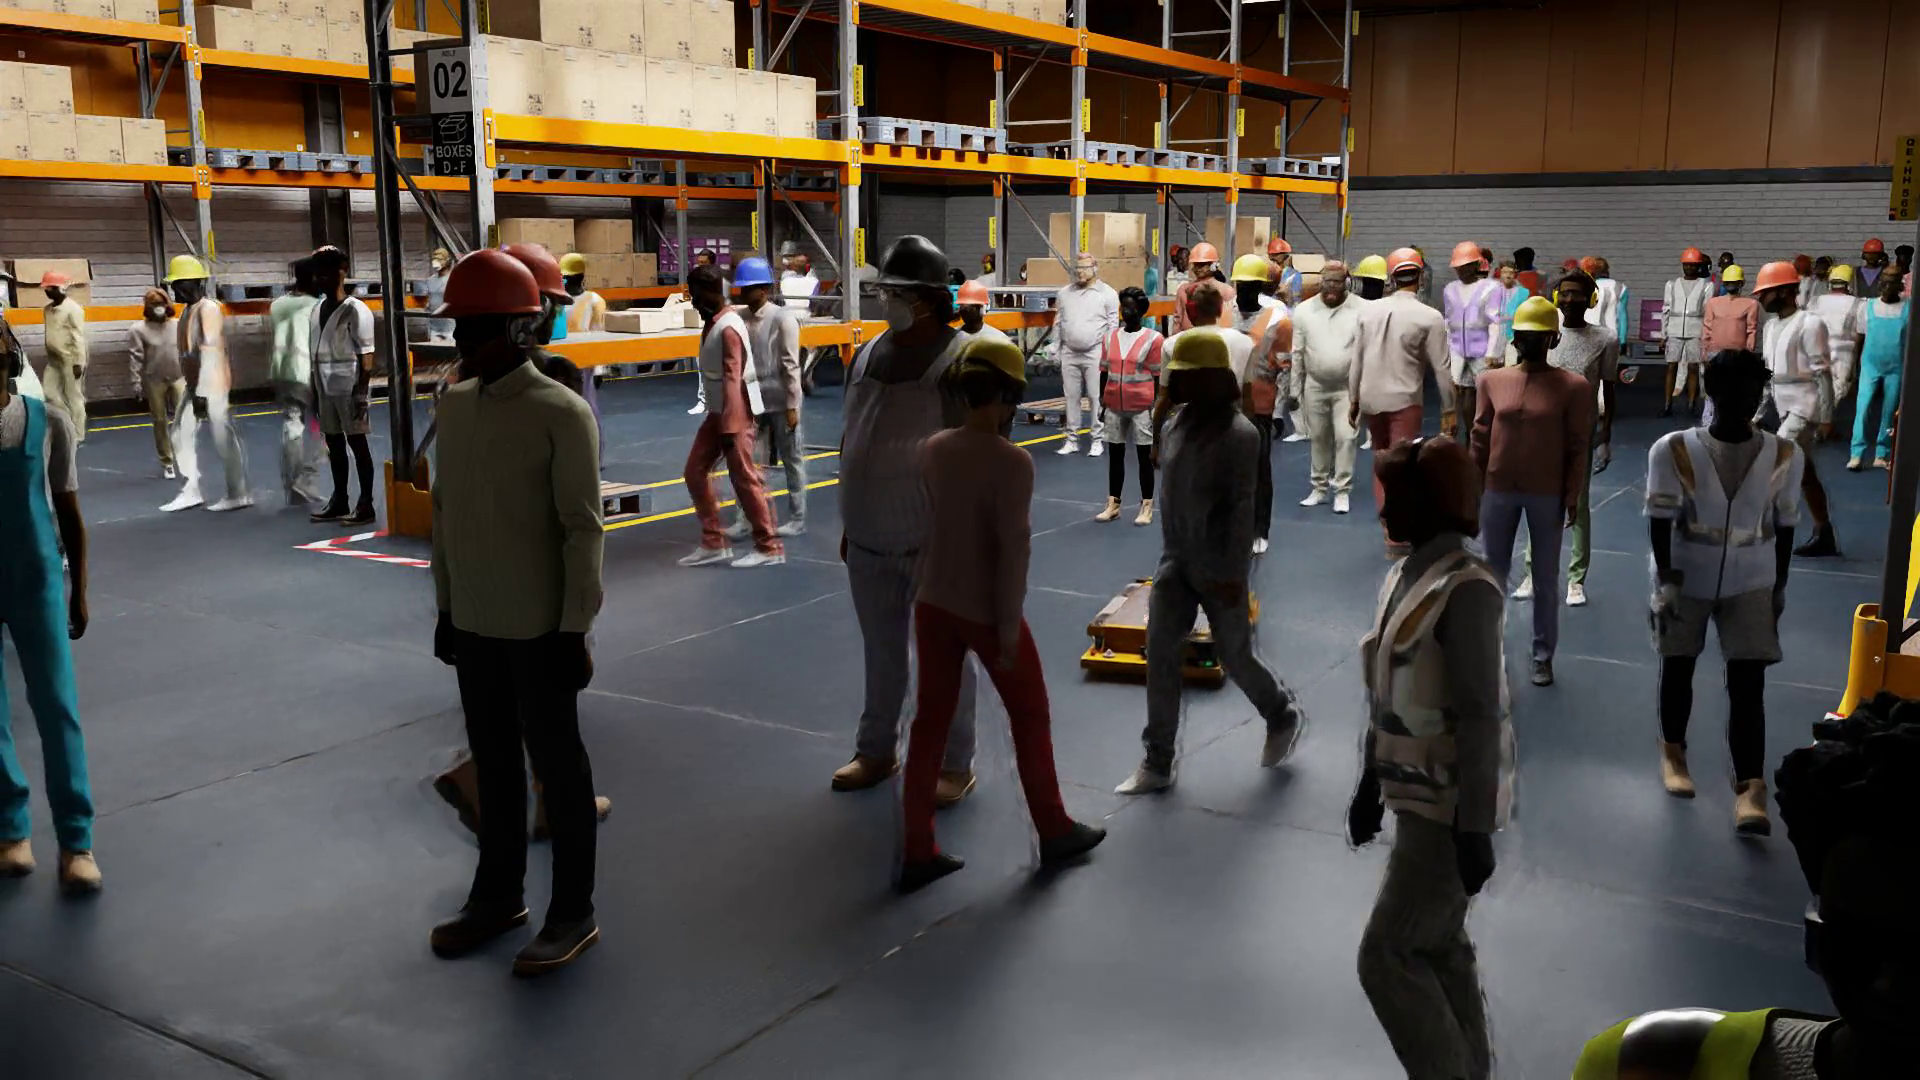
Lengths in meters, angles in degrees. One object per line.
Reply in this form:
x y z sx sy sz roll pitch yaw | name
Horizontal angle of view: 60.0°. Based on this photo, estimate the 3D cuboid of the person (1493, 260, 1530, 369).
6.122 -2.254 18.817 0.597 1.790 0.975 1 10 7 | person

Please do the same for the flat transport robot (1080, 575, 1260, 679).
1.075 0.411 8.259 0.652 0.197 1.431 3 11 17 | flat transport robot

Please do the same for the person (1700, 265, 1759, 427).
7.898 -1.935 17.116 0.525 1.769 0.312 6 12 31 | person

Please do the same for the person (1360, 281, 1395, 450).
4.120 -1.672 16.009 0.514 1.641 0.308 6 12 31 | person

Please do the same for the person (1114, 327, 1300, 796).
0.942 0.071 6.152 0.782 1.721 0.490 -9 13 -39 | person

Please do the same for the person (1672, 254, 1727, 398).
9.491 -2.746 21.401 0.626 1.844 0.429 6 12 31 | person

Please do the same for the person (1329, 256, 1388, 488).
3.267 -1.304 13.286 0.614 1.891 0.884 -5 11 -26 | person

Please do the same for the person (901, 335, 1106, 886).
0.115 0.217 5.311 0.799 1.721 0.524 -10 14 -44 | person

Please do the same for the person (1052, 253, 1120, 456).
1.170 -1.724 15.615 0.680 1.898 0.416 5 11 24 | person

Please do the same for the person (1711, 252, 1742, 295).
11.309 -3.345 24.705 0.507 1.847 0.345 6 12 31 | person

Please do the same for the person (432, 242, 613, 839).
-1.477 0.040 5.473 0.652 2.016 0.657 8 13 36 | person

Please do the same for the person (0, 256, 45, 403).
-5.308 -0.626 9.099 0.688 2.000 0.553 8 13 39 | person

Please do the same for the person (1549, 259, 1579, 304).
9.187 -3.350 25.051 0.671 1.722 0.577 -4 11 -21 | person

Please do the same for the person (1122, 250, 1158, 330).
2.860 -3.600 26.020 0.659 1.879 0.615 3 11 14 | person

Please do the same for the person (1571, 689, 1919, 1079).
0.708 0.947 1.341 0.535 1.697 0.318 6 12 31 | person

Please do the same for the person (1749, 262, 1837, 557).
5.263 -0.819 10.615 0.871 1.876 0.550 0 10 2 | person

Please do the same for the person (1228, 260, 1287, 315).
2.425 -1.366 13.717 0.452 1.861 0.607 -9 13 -39 | person

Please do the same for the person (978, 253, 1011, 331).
0.473 -3.181 23.814 0.542 1.843 0.675 -2 10 -10 | person

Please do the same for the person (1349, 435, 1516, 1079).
1.022 0.588 3.581 0.367 1.609 0.593 1 10 4 | person

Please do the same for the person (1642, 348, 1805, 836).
2.626 0.166 5.766 0.532 1.649 0.862 3 11 15 | person

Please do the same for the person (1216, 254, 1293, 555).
1.849 -0.873 10.777 0.587 1.930 0.360 6 12 31 | person

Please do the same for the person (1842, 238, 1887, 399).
11.497 -2.794 21.096 0.607 2.048 0.366 6 12 31 | person

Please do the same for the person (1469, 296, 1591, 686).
2.583 -0.221 7.610 0.525 1.772 0.305 6 12 31 | person

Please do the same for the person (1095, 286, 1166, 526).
1.212 -0.949 11.838 0.535 1.700 0.318 6 12 31 | person

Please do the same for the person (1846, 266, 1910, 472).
8.062 -1.478 14.516 0.506 1.789 0.894 6 12 31 | person

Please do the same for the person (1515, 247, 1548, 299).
8.235 -3.299 24.249 0.592 1.919 0.392 6 12 31 | person

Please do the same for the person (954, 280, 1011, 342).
0.077 -0.875 11.266 0.563 1.755 0.320 6 12 31 | person

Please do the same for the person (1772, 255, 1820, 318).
11.074 -2.847 22.039 0.607 1.815 1.072 10 14 43 | person

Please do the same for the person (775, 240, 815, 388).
-2.297 -3.073 22.659 0.659 2.000 0.706 -9 13 -40 | person

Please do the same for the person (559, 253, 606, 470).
-3.338 -1.514 14.398 0.617 1.905 0.593 5 11 25 | person

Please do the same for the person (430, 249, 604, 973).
-1.254 0.201 4.647 0.612 1.995 0.379 6 12 31 | person

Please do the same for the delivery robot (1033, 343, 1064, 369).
1.424 -2.747 24.708 0.707 0.478 0.477 -8 13 -38 | delivery robot

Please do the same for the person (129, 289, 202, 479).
-6.653 -1.292 13.960 0.538 1.608 0.661 -7 12 -34 | person

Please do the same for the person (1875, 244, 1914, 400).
11.807 -2.726 20.941 0.606 1.966 0.367 6 12 31 | person

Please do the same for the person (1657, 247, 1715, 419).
8.233 -2.340 18.873 0.545 1.942 0.350 6 12 31 | person

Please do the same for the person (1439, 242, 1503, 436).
4.640 -1.720 15.299 0.635 1.984 0.996 9 14 41 | person

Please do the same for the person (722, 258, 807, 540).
-1.303 -0.928 11.165 0.612 1.900 0.759 6 12 30 | person

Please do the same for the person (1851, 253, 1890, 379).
13.336 -3.261 24.227 0.566 1.850 0.389 6 12 31 | person

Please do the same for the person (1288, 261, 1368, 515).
2.762 -1.130 12.405 0.674 1.869 0.702 4 11 20 | person

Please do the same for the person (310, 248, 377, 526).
-4.413 -1.075 11.839 0.606 1.949 0.367 6 12 31 | person

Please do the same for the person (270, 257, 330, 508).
-4.965 -1.186 12.588 0.629 1.894 0.464 4 11 22 | person

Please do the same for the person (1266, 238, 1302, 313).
3.915 -2.706 20.616 0.607 2.044 0.375 6 12 31 | person

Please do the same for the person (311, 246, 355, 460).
-5.795 -1.713 15.334 0.612 1.970 0.536 5 11 26 | person

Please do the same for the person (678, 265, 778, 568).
-1.490 -0.747 10.256 0.764 1.863 0.658 -4 11 -22 | person

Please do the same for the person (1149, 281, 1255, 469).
1.401 -0.591 9.612 0.584 1.789 0.997 -3 11 -17 | person

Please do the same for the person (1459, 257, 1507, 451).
5.003 -1.818 16.186 0.552 1.874 1.012 2 10 9 | person

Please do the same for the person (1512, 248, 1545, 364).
7.806 -3.087 23.117 0.614 1.912 1.037 -3 11 -15 | person

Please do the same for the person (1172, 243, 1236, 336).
2.208 -1.701 15.182 0.612 1.995 0.379 6 12 31 | person

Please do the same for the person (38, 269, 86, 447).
-8.736 -1.758 16.182 0.586 1.739 0.372 6 12 28 | person

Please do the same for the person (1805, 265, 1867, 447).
8.630 -1.816 16.423 0.927 1.791 0.612 -10 14 -43 | person

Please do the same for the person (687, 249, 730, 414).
-2.913 -2.414 19.340 0.592 1.922 0.392 6 12 31 | person

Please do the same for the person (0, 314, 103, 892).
-2.952 0.203 5.115 0.504 1.818 0.736 -6 12 -28 | person

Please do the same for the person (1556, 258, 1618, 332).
6.162 -1.862 16.514 0.582 1.828 0.995 2 10 11 | person

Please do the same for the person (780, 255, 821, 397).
-2.047 -2.729 21.340 0.585 1.830 0.441 3 11 16 | person

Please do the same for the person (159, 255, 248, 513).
-5.663 -1.132 12.272 0.593 1.900 0.726 9 14 42 | person

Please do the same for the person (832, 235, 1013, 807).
-0.187 -0.063 5.982 0.683 2.000 0.538 6 12 31 | person

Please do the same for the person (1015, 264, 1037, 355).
1.087 -3.710 27.308 0.500 1.636 0.283 6 12 31 | person

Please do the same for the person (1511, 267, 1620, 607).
3.364 -0.570 9.251 0.513 1.876 0.328 6 12 31 | person

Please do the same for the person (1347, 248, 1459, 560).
2.854 -0.864 10.614 0.570 1.963 0.720 -9 13 -40 | person

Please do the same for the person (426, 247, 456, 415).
-5.916 -2.393 19.176 0.631 1.940 0.372 6 12 31 | person
